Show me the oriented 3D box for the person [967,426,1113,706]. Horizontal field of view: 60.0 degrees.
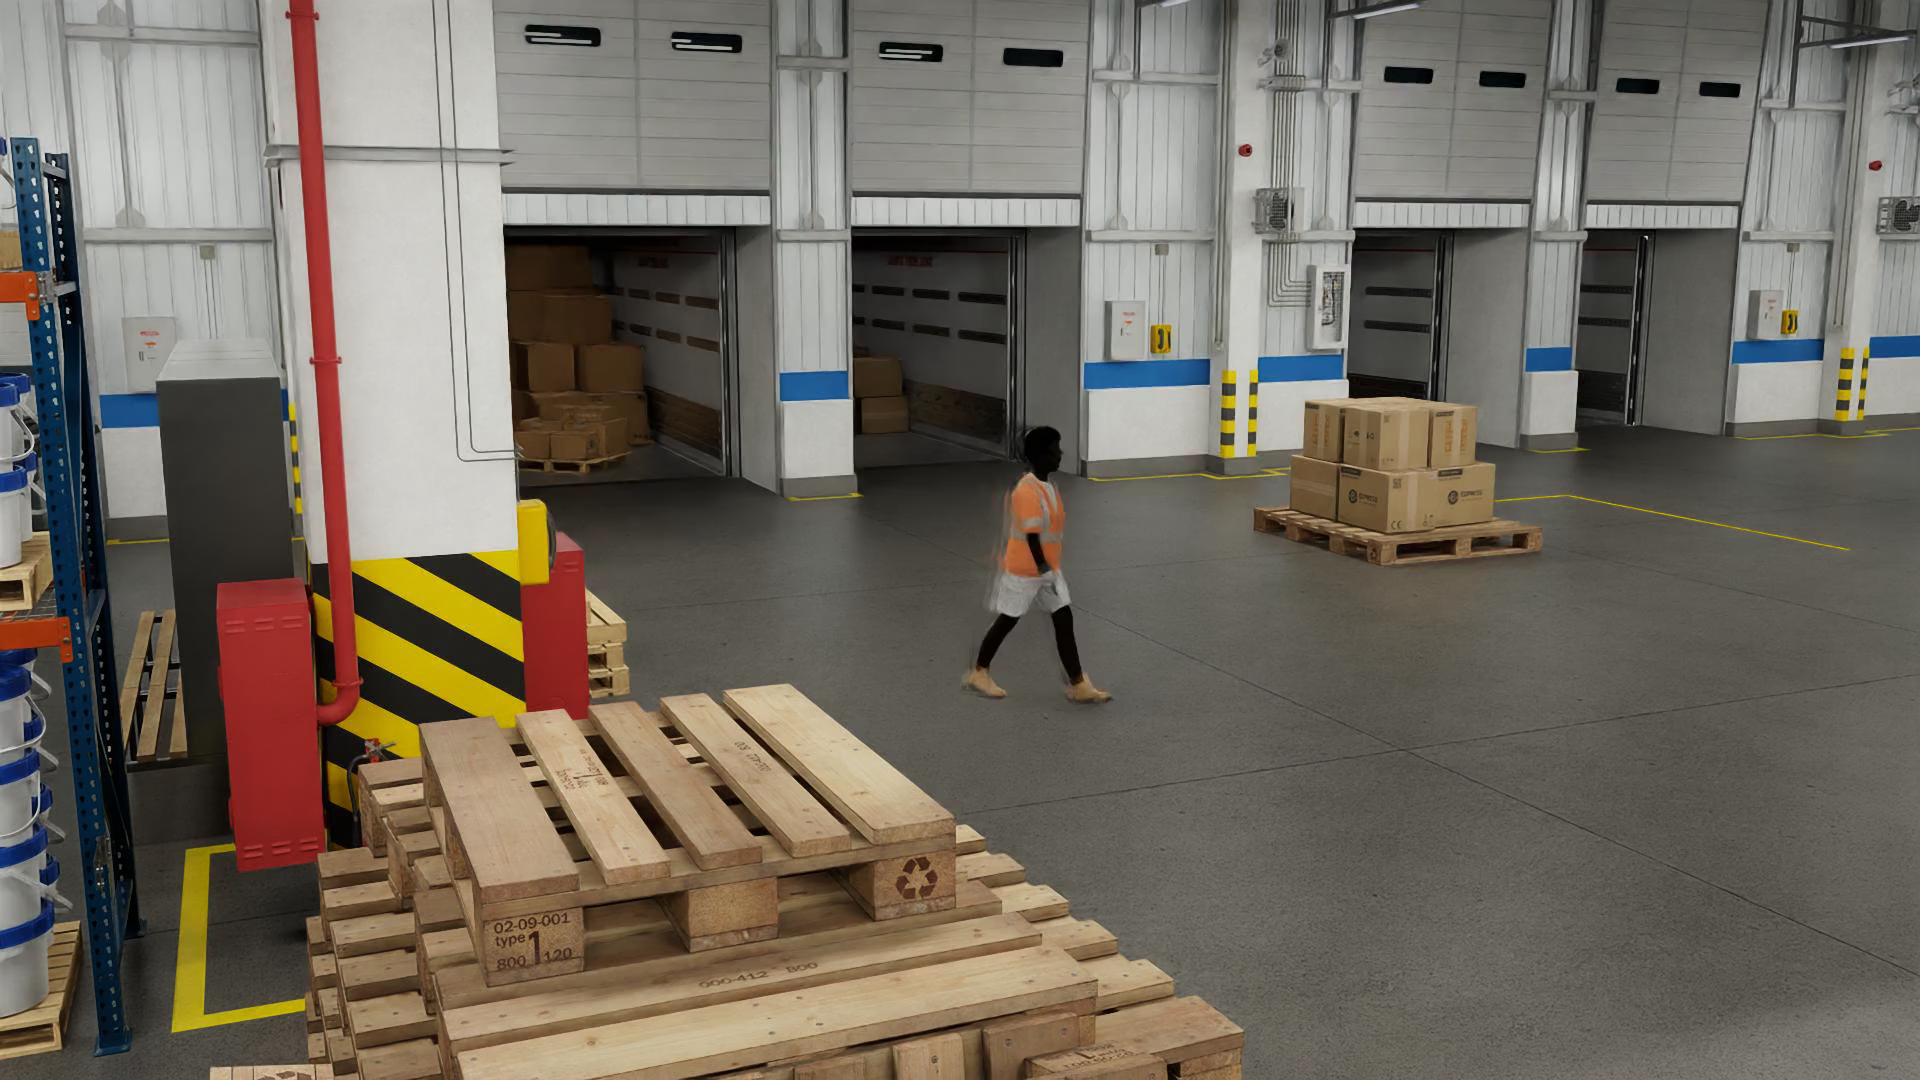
[{"bbox_3d":[0.437,0.154,9.734,0.893,1.650,0.530,5,12,28],"label":"person"}]
